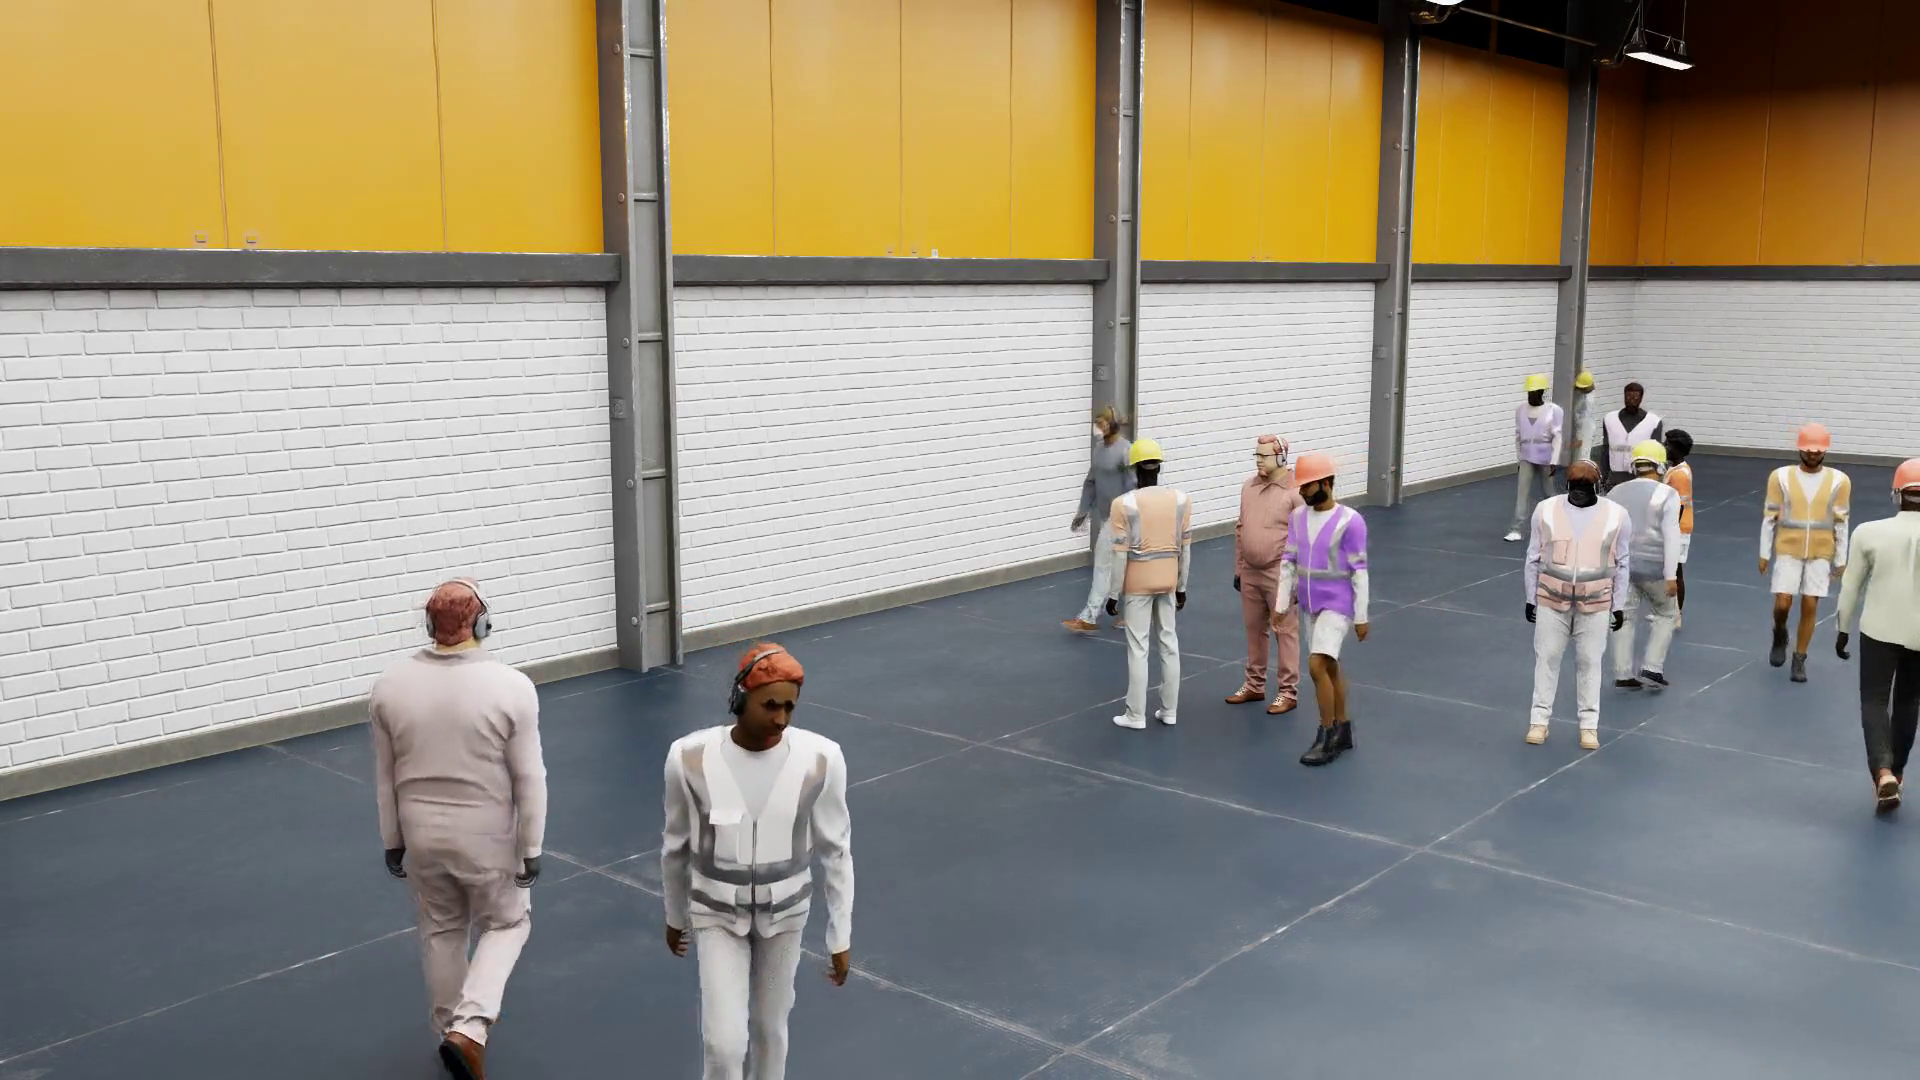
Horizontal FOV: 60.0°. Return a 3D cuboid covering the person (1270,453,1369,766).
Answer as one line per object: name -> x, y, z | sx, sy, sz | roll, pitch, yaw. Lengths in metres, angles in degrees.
person -> 2.188, 0.415, 10.198 | 0.751, 1.891, 0.558 | -7, 11, -36

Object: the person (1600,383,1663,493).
person -> 6.846, -0.664, 17.042 | 0.614, 1.872, 0.942 | 6, 11, 33

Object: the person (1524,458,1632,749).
person -> 3.879, 0.399, 10.498 | 0.621, 1.837, 0.429 | 4, 10, 22

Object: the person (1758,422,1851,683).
person -> 6.197, 0.085, 12.212 | 0.572, 1.918, 0.495 | 4, 10, 21

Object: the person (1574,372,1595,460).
person -> 8.353, -1.409, 22.303 | 0.332, 1.699, 0.627 | 2, 9, 14

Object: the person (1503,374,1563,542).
person -> 6.508, -0.931, 18.728 | 0.607, 1.885, 0.977 | 8, 12, 43

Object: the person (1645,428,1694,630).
person -> 5.998, -0.092, 14.005 | 0.318, 1.699, 0.535 | 3, 9, 17

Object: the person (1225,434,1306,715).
person -> 2.106, 0.227, 11.355 | 0.405, 1.906, 0.652 | -7, 11, -37

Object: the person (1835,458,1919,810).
person -> 5.282, 0.521, 9.348 | 0.622, 1.964, 0.923 | 4, 10, 22

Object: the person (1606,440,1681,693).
person -> 4.889, 0.195, 11.859 | 0.523, 1.808, 0.627 | -6, 11, -32

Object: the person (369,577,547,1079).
person -> -1.825, 1.085, 6.044 | 0.652, 1.890, 0.611 | 1, 9, 7

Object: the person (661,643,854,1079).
person -> -0.647, 1.217, 5.306 | 0.596, 1.843, 0.707 | -2, 9, -11

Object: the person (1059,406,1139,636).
person -> 1.184, -0.160, 13.811 | 0.955, 1.898, 0.642 | -3, 10, -18

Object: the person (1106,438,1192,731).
person -> 1.225, 0.294, 10.899 | 0.585, 1.917, 0.382 | -4, 10, -22
